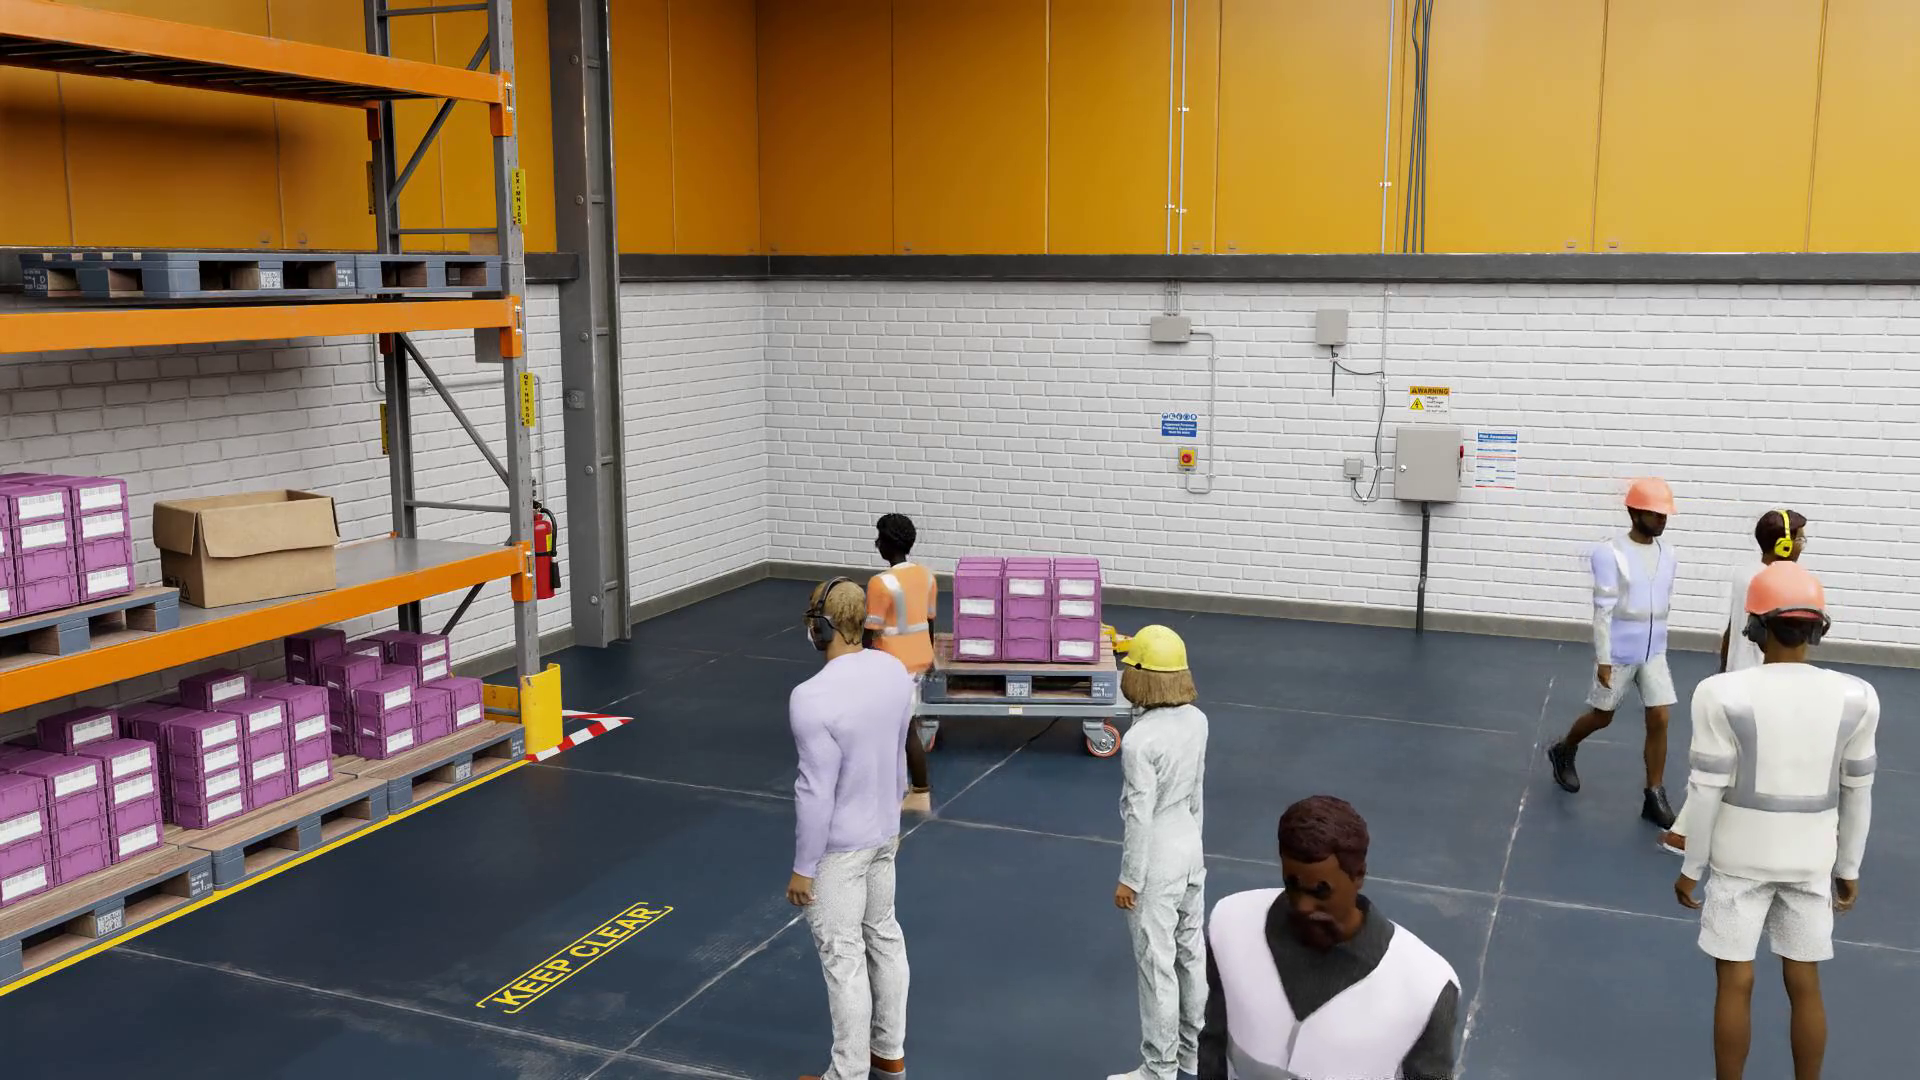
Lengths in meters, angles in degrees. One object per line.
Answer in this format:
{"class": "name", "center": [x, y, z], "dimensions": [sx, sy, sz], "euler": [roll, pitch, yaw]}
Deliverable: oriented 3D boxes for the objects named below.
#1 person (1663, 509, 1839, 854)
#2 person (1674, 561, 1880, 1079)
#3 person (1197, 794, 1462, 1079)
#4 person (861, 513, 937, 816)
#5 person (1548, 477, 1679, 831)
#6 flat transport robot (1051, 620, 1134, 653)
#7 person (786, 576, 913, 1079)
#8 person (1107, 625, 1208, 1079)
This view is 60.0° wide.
{"class": "person", "center": [4.110, 0.748, 8.456], "dimensions": [1.001, 1.803, 0.547], "euler": [0, 9, 2]}
{"class": "person", "center": [2.775, 1.083, 5.721], "dimensions": [0.614, 2.038, 0.396], "euler": [1, 9, 4]}
{"class": "person", "center": [0.830, 1.482, 3.812], "dimensions": [0.620, 1.872, 0.445], "euler": [6, 11, 34]}
{"class": "person", "center": [-0.406, 0.682, 9.246], "dimensions": [0.665, 1.672, 0.540], "euler": [5, 11, 30]}
{"class": "person", "center": [3.679, 0.578, 9.216], "dimensions": [0.546, 1.906, 0.900], "euler": [-2, 10, -14]}
{"class": "flat transport robot", "center": [0.626, 0.789, 12.851], "dimensions": [1.431, 0.197, 0.652], "euler": [-7, 12, -38]}
{"class": "person", "center": [-0.400, 1.088, 5.998], "dimensions": [0.355, 1.937, 0.634], "euler": [6, 11, 31]}
{"class": "person", "center": [0.718, 1.170, 6.094], "dimensions": [0.319, 1.743, 0.488], "euler": [7, 12, 38]}
